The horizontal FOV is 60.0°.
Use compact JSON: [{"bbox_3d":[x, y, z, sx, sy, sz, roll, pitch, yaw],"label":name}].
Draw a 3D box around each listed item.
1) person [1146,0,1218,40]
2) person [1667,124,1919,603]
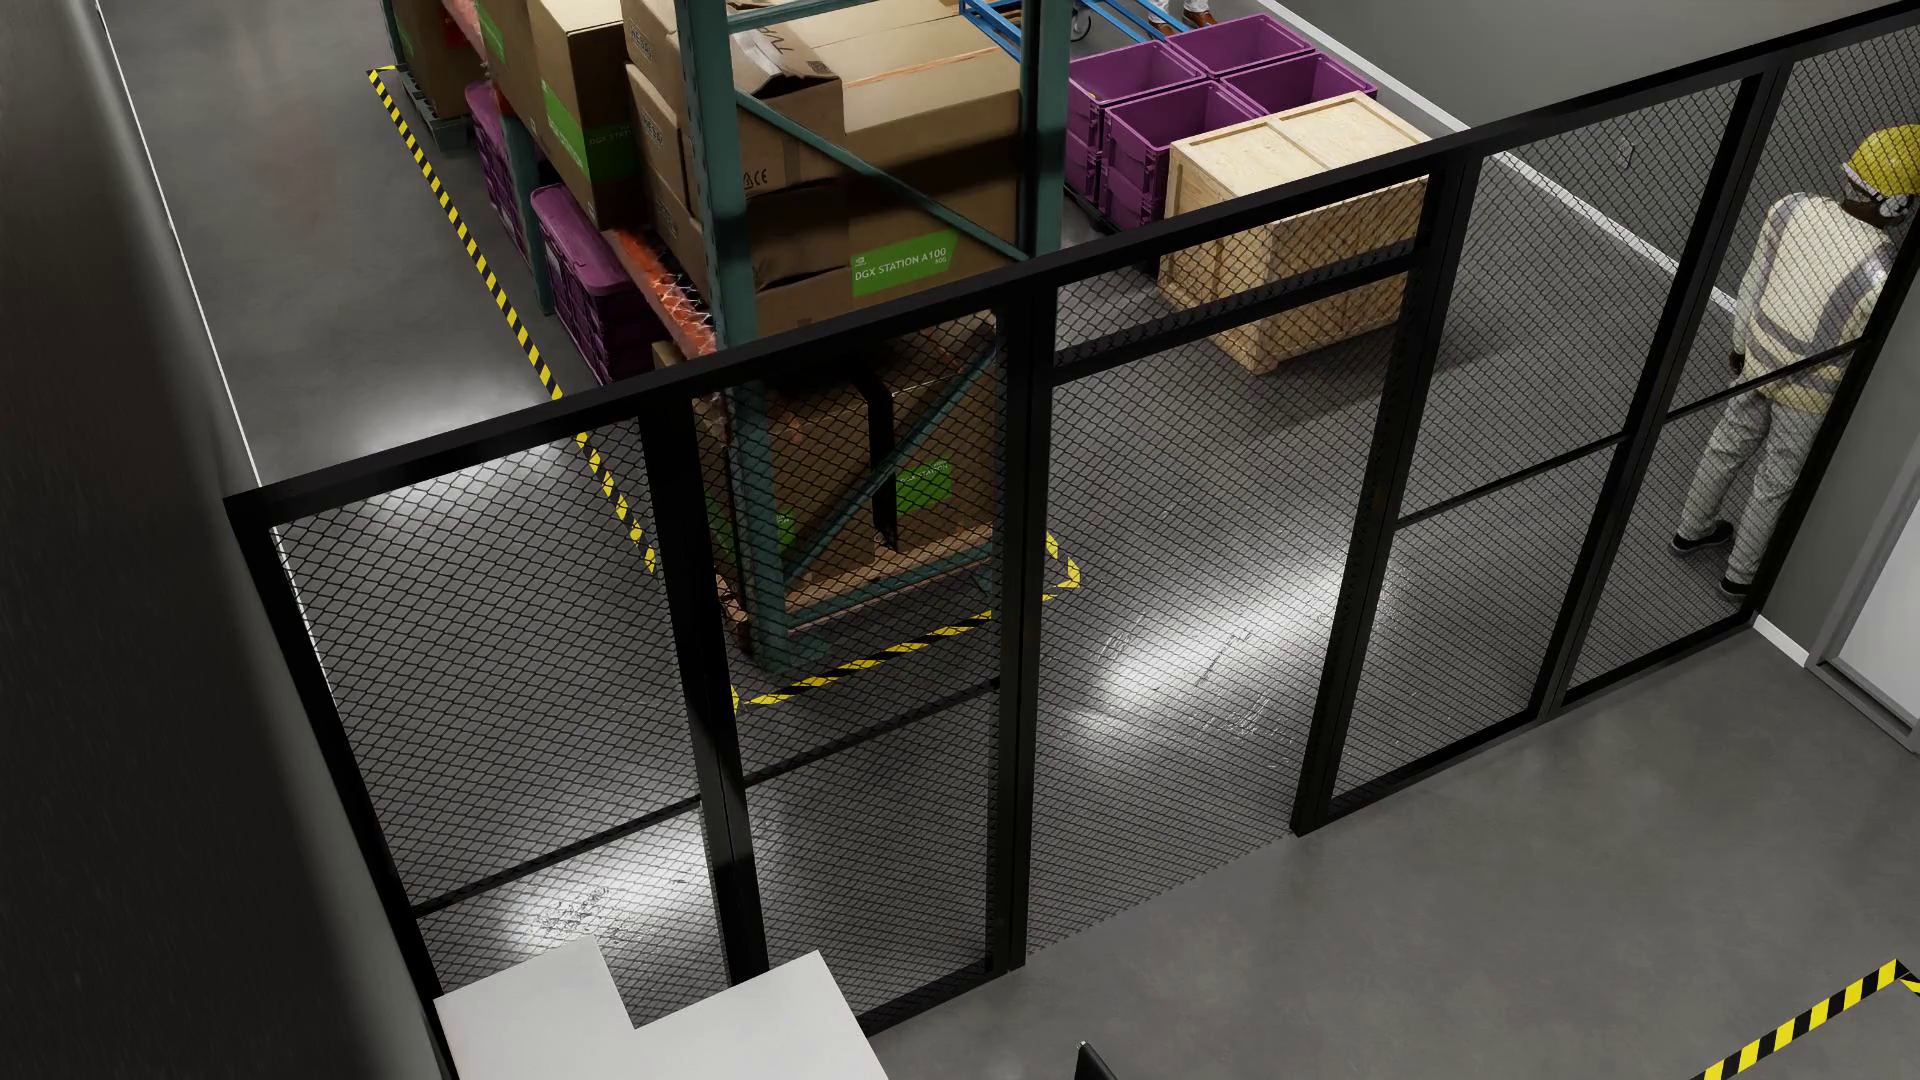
[{"bbox_3d":[1.280,-3.622,8.907,0.637,1.938,0.355,-22,47,-22],"label":"person"},{"bbox_3d":[2.865,-0.572,5.648,0.404,1.831,0.601,-15,44,-15],"label":"person"}]
